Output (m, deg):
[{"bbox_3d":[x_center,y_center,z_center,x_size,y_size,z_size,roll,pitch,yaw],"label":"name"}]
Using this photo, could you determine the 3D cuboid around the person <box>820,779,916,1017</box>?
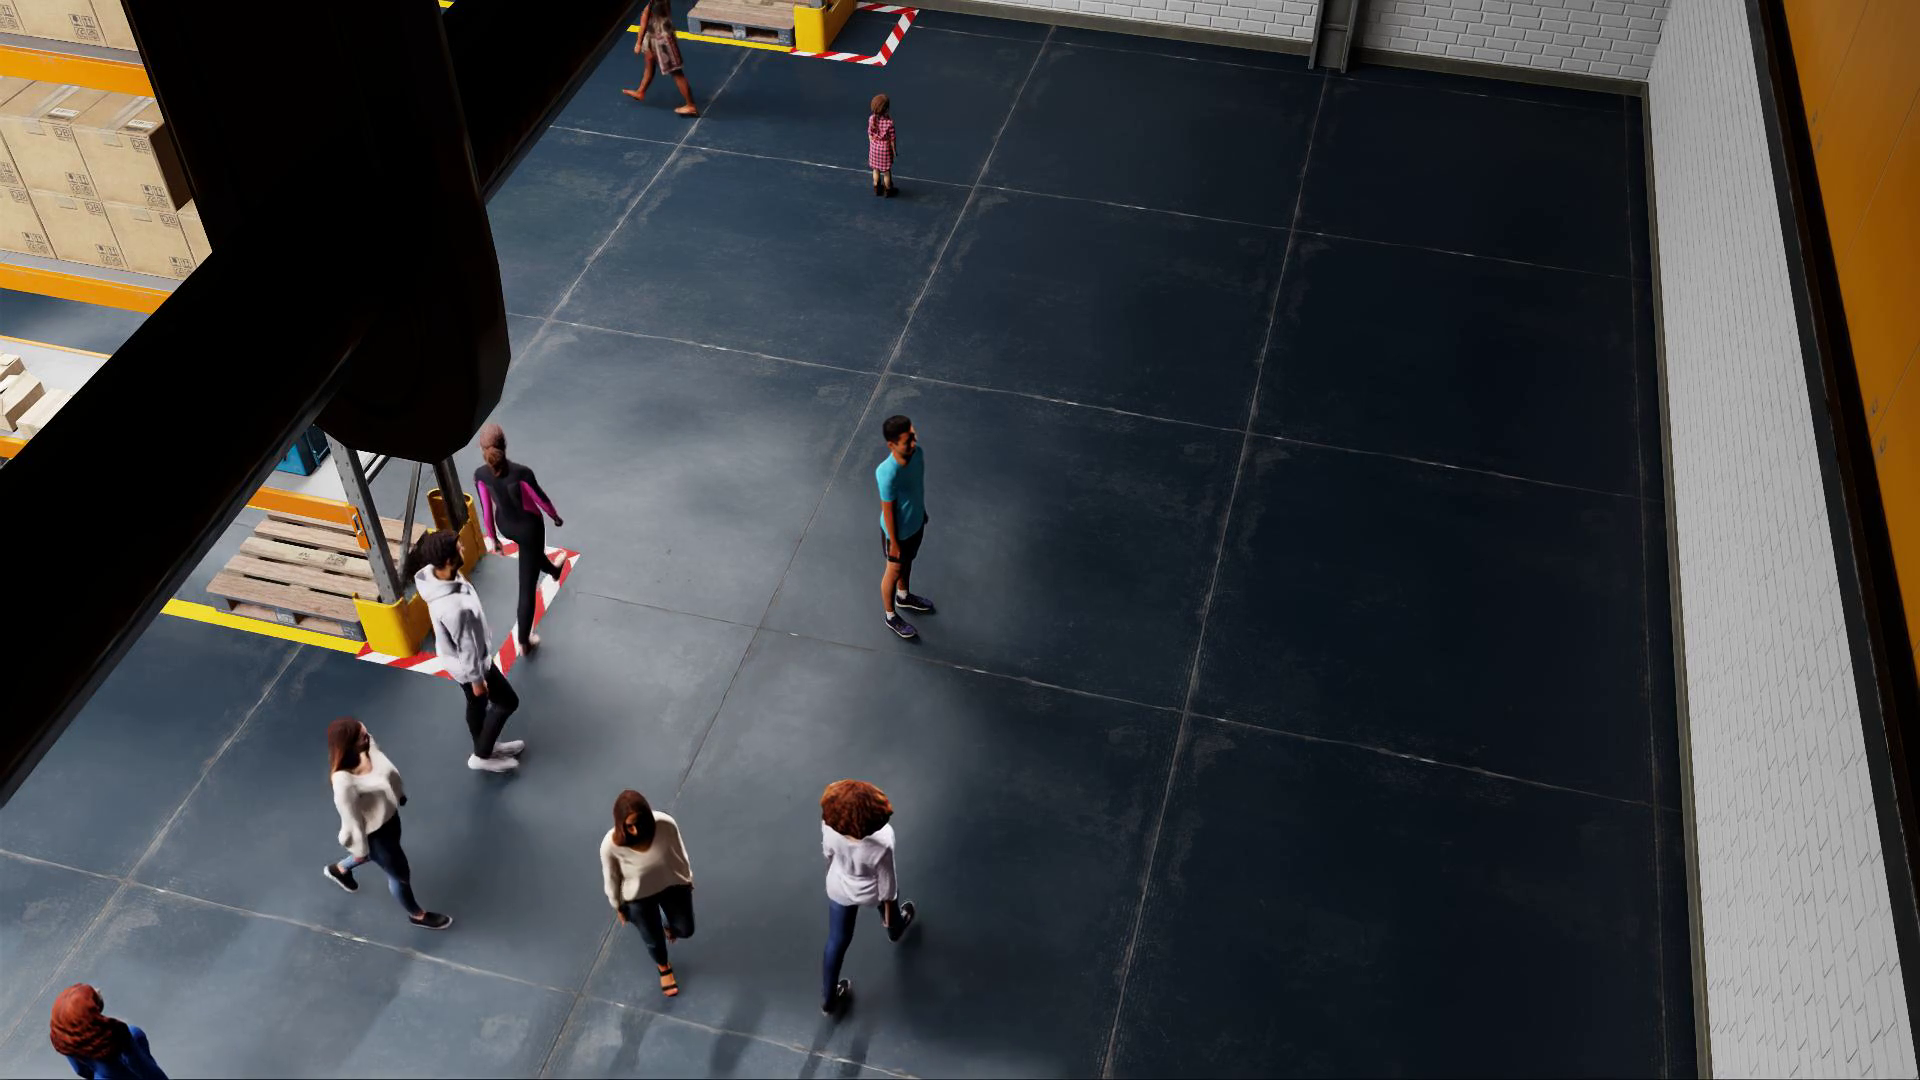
[{"bbox_3d":[-0.592,1.942,9.024,1.095,1.673,0.837,19,47,18],"label":"person"}]

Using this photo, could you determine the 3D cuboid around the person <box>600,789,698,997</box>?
[{"bbox_3d":[-1.701,1.857,9.116,0.800,1.669,0.861,-18,46,-18],"label":"person"}]

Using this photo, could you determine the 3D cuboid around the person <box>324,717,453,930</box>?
[{"bbox_3d":[-3.366,1.582,9.396,1.030,1.680,0.754,5,44,6],"label":"person"}]

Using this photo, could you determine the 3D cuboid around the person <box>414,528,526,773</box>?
[{"bbox_3d":[-3.081,0.740,10.112,0.867,1.912,0.820,-19,47,-19],"label":"person"}]

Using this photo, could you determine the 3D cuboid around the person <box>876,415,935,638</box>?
[{"bbox_3d":[-0.394,-0.116,11.109,0.578,1.776,0.649,18,47,18],"label":"person"}]

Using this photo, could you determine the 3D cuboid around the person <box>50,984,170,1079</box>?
[{"bbox_3d":[-4.004,2.717,8.098,0.493,1.828,0.662,10,45,11],"label":"person"}]

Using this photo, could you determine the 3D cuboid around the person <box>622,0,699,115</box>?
[{"bbox_3d":[-2.830,-4.883,16.234,1.062,1.608,0.689,6,44,6],"label":"person"}]

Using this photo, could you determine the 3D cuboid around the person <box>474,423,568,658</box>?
[{"bbox_3d":[-2.932,0.033,11.024,1.146,1.678,0.691,7,44,8],"label":"person"}]

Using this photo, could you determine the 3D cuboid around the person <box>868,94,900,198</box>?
[{"bbox_3d":[-0.723,-3.647,15.364,0.405,1.021,0.514,17,46,17],"label":"person"}]
